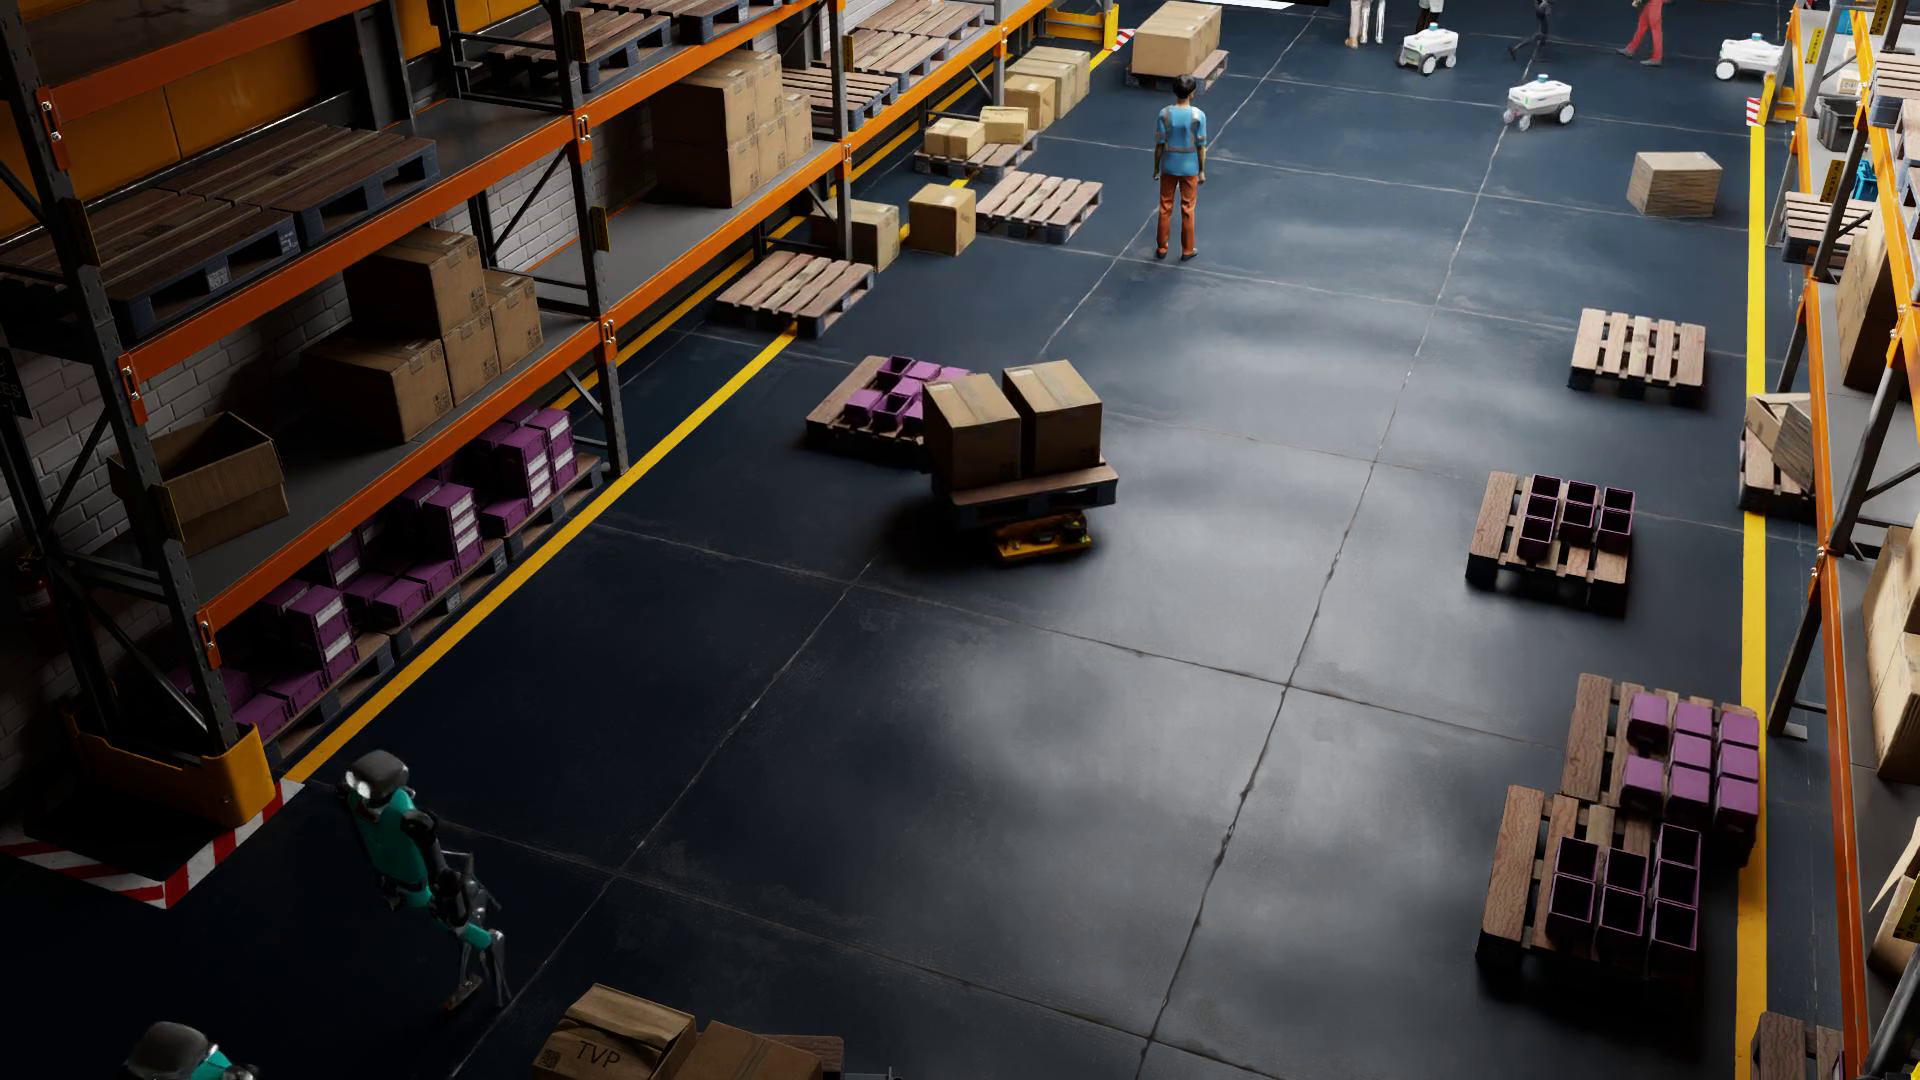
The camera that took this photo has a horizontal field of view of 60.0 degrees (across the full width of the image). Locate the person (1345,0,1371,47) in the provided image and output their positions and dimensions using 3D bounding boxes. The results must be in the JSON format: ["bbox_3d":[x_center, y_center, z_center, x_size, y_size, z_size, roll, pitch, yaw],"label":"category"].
[{"bbox_3d":[5.254,-7.357,21.629,0.573,1.715,0.844,7,34,11],"label":"person"}]

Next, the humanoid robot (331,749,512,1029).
[{"bbox_3d":[-2.400,1.622,7.818,0.535,1.873,0.762,16,36,23],"label":"humanoid robot"}]

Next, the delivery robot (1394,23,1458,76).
[{"bbox_3d":[5.883,-6.166,20.889,0.811,0.614,0.499,-20,38,-27],"label":"delivery robot"}]

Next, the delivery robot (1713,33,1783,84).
[{"bbox_3d":[9.754,-5.948,20.526,0.782,0.586,0.499,16,36,23],"label":"delivery robot"}]

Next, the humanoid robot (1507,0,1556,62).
[{"bbox_3d":[7.268,-6.796,20.831,0.583,1.636,0.601,4,33,6],"label":"humanoid robot"}]

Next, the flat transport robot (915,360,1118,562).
[{"bbox_3d":[0.389,-0.325,12.095,0.659,0.231,1.431,-10,34,-15],"label":"flat transport robot"}]

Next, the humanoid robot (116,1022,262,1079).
[{"bbox_3d":[-2.851,2.668,6.139,0.530,1.780,0.995,5,33,7],"label":"humanoid robot"}]

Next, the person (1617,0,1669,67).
[{"bbox_3d":[8.645,-6.847,20.842,0.552,1.717,0.772,-24,40,-33],"label":"person"}]

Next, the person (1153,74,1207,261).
[{"bbox_3d":[2.059,-3.484,15.606,0.495,1.765,0.325,9,34,14],"label":"person"}]

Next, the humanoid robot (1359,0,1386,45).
[{"bbox_3d":[5.418,-7.306,21.467,0.530,1.715,0.697,3,33,5],"label":"humanoid robot"}]

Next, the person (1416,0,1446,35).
[{"bbox_3d":[6.046,-7.032,21.164,0.319,1.694,0.531,-9,34,-13],"label":"person"}]

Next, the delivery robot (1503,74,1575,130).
[{"bbox_3d":[6.674,-5.056,19.158,0.805,0.601,0.499,-15,36,-22],"label":"delivery robot"}]
